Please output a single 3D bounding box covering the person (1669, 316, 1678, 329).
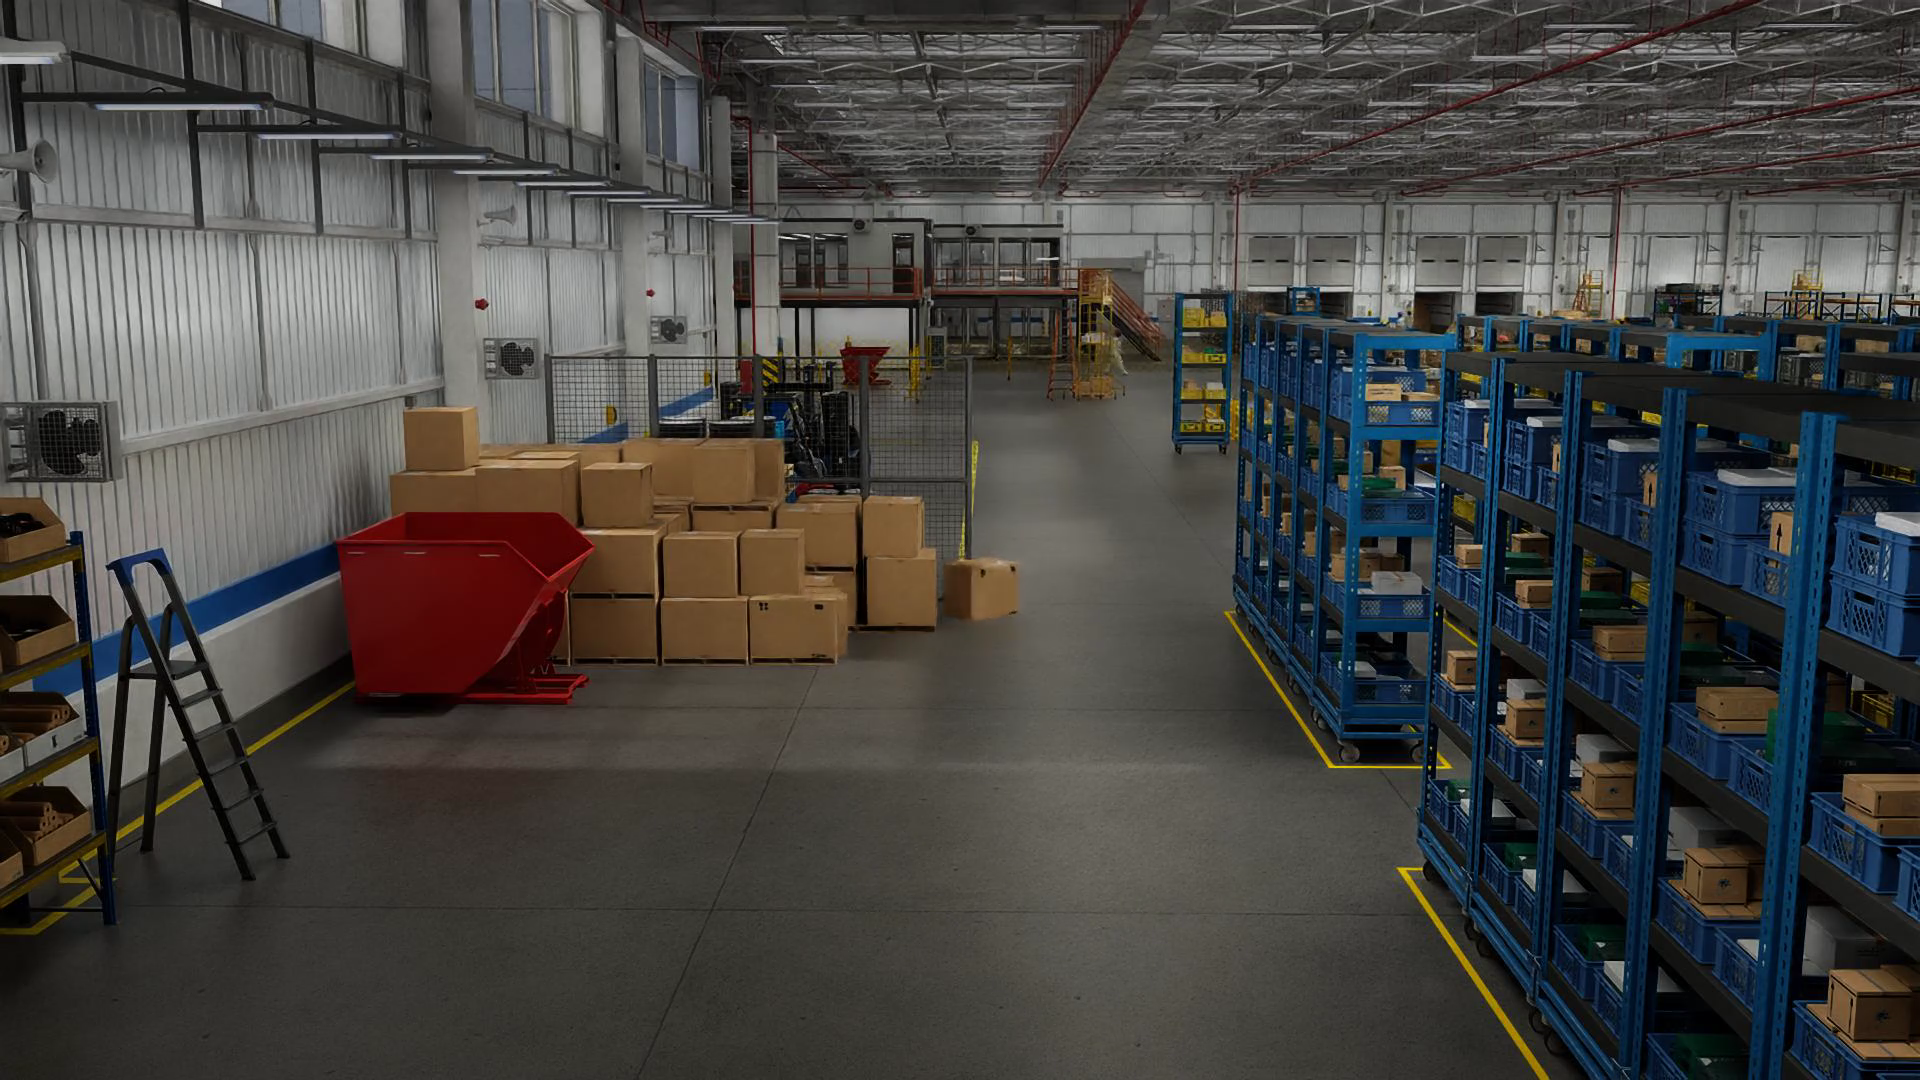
[{"bbox_3d":[36.728,-10.665,85.611,0.446,1.823,0.642,3,10,21],"label":"person"}]

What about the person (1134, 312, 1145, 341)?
[{"bbox_3d":[9.511,-11.092,87.947,0.579,1.912,0.750,-1,9,-4],"label":"person"}]

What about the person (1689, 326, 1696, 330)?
[{"bbox_3d":[34.937,-9.721,79.603,0.971,1.894,0.653,6,11,31],"label":"person"}]

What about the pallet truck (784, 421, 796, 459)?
[{"bbox_3d":[-4.013,-1.793,32.705,1.601,1.201,0.680,0,9,1],"label":"pallet truck"}]

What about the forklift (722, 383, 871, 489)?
[{"bbox_3d":[-2.893,-1.687,28.729,2.680,1.987,1.157,0,9,-1],"label":"forklift"}]

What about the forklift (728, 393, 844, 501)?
[{"bbox_3d":[-2.979,-1.316,26.476,2.680,1.987,1.157,0,9,1],"label":"forklift"}]

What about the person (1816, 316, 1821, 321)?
[{"bbox_3d":[41.275,-9.791,79.968,0.391,1.911,0.584,-2,9,-12],"label":"person"}]

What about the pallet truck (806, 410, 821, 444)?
[{"bbox_3d":[-3.559,-2.018,33.905,1.522,1.261,0.704,0,9,-1],"label":"pallet truck"}]

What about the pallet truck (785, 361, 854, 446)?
[{"bbox_3d":[-3.410,-3.193,38.978,1.885,1.965,0.823,0,9,-1],"label":"pallet truck"}]

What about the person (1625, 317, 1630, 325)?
[{"bbox_3d":[35.007,-10.819,86.998,0.769,1.663,0.553,8,12,40],"label":"person"}]

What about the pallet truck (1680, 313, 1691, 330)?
[{"bbox_3d":[36.315,-10.531,84.244,0.823,1.965,1.885,-6,11,-33],"label":"pallet truck"}]

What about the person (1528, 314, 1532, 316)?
[{"bbox_3d":[28.623,-10.432,83.932,0.947,1.911,0.631,7,12,39],"label":"person"}]

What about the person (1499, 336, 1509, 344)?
[{"bbox_3d":[17.476,-5.533,53.349,0.478,2.039,0.631,-2,10,-15],"label":"person"}]

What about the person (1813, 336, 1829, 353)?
[{"bbox_3d":[31.295,-6.691,60.419,0.536,2.000,0.703,6,11,33],"label":"person"}]

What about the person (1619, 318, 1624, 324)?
[{"bbox_3d":[30.854,-9.423,77.661,0.586,1.918,0.394,8,12,41],"label":"person"}]

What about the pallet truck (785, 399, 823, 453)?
[{"bbox_3d":[-3.814,-2.432,36.419,1.630,1.274,0.653,0,9,1],"label":"pallet truck"}]

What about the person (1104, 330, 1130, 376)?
[{"bbox_3d":[6.098,-7.279,64.754,1.035,1.826,0.576,2,9,10],"label":"person"}]

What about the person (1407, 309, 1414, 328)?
[{"bbox_3d":[25.609,-12.185,94.696,0.398,1.918,0.586,6,11,33],"label":"person"}]

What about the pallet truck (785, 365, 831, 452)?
[{"bbox_3d":[-3.774,-2.976,37.635,1.885,1.965,0.823,1,9,5],"label":"pallet truck"}]

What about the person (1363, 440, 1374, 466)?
[{"bbox_3d":[5.383,-0.428,22.234,0.541,1.892,0.665,4,10,21],"label":"person"}]

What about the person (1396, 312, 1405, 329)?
[{"bbox_3d":[23.195,-11.094,88.004,0.633,1.896,0.972,-9,13,-44],"label":"person"}]

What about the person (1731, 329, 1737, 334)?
[{"bbox_3d":[34.848,-8.971,75.046,0.402,1.857,0.556,4,10,25],"label":"person"}]
